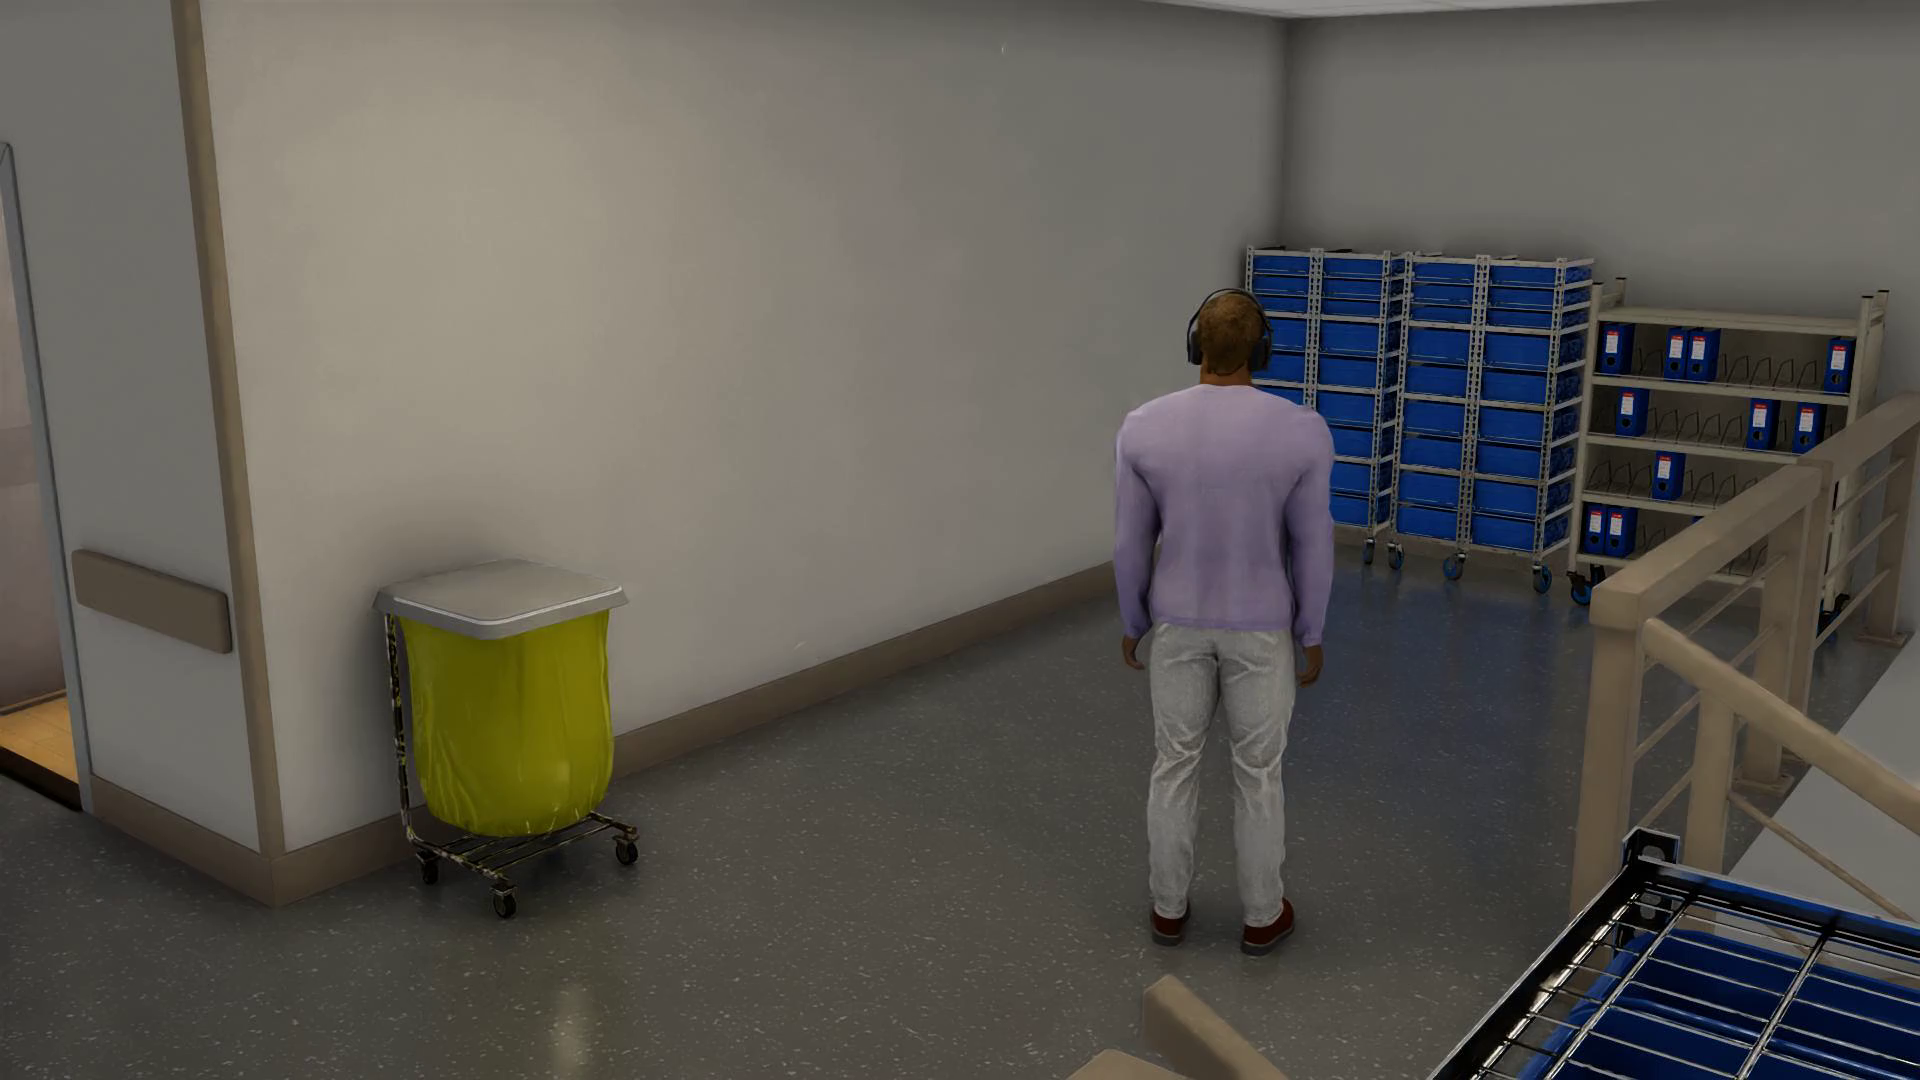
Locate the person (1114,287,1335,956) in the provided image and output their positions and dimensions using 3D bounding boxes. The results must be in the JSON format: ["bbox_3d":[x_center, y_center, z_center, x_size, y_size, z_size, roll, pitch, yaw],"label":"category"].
[{"bbox_3d":[0.749,0.252,4.791,0.627,1.941,0.372,4,14,18],"label":"person"}]
